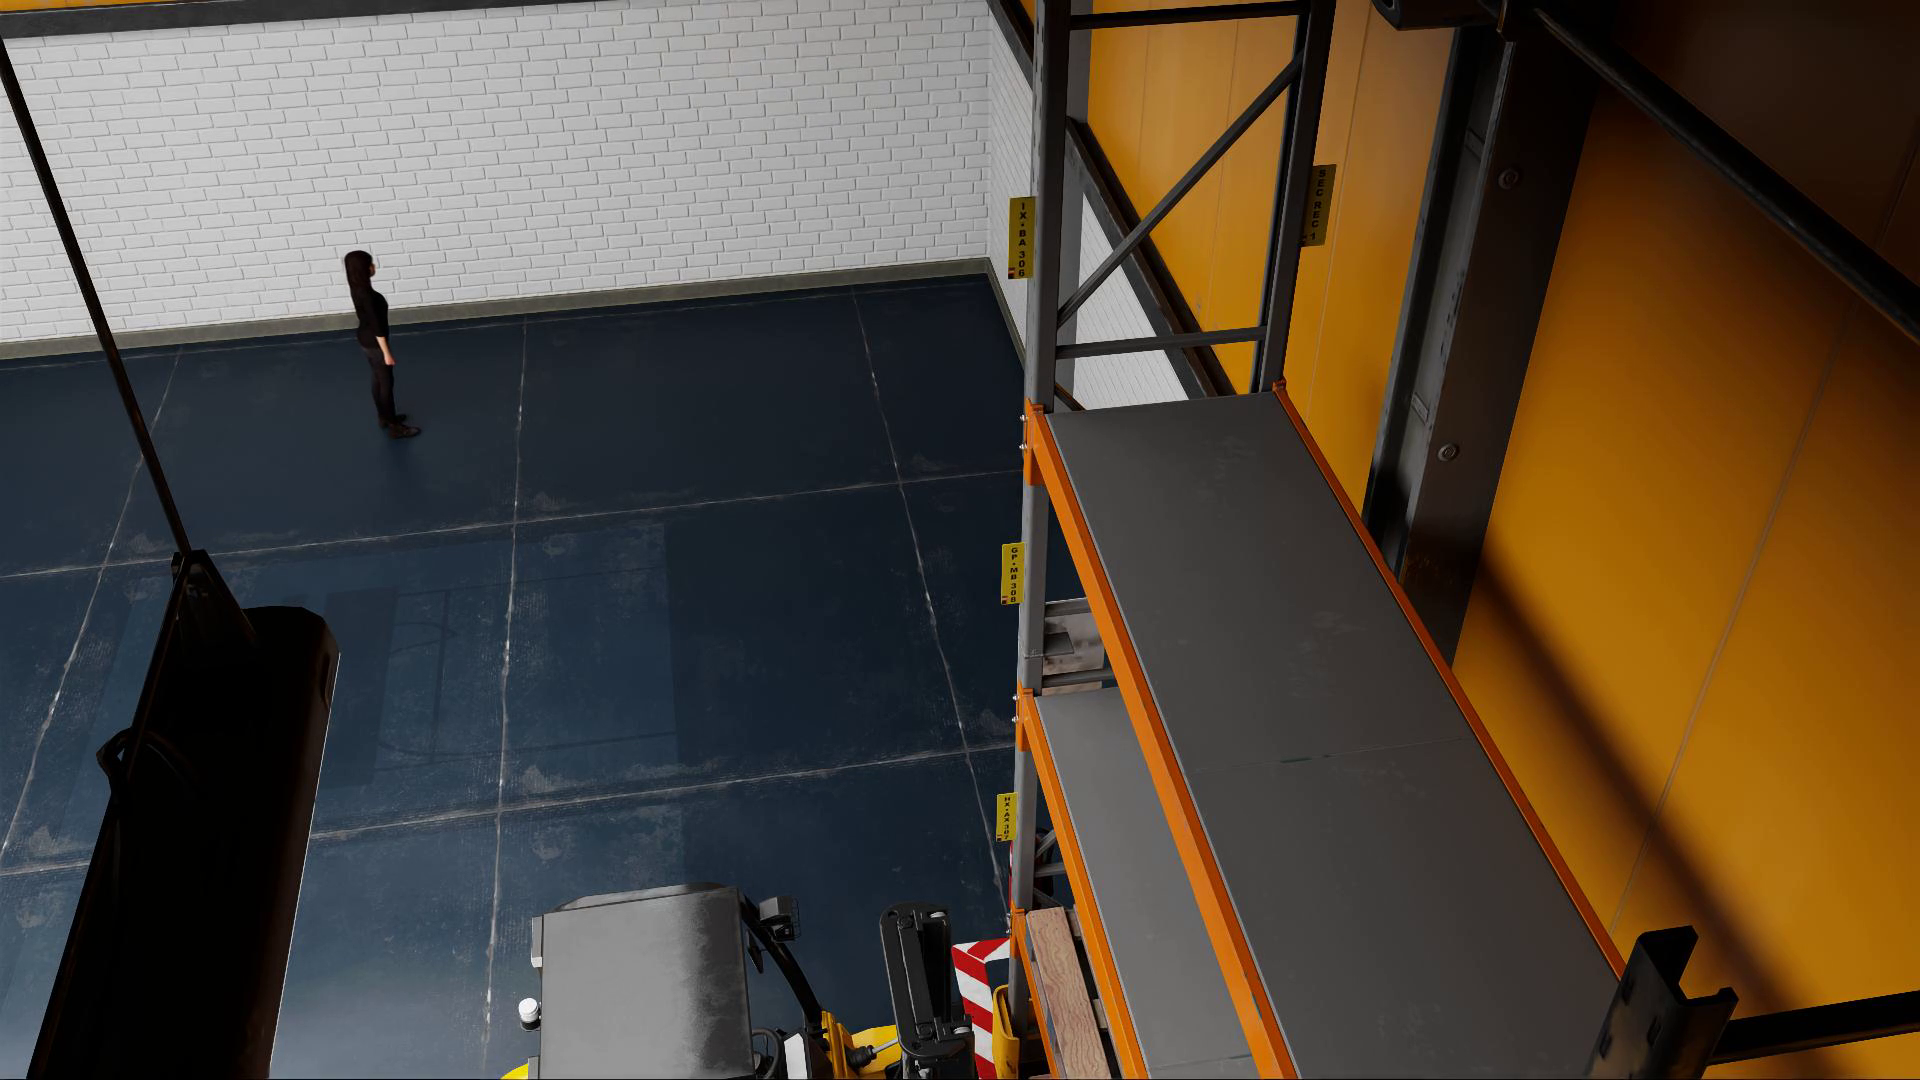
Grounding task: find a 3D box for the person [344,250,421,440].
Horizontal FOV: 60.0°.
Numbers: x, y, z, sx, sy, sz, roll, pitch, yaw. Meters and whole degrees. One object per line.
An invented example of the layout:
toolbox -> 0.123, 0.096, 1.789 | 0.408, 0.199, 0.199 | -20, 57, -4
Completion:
person -> -4.677, -1.570, 13.289 | 0.703, 1.641, 0.572 | -22, 44, -26
